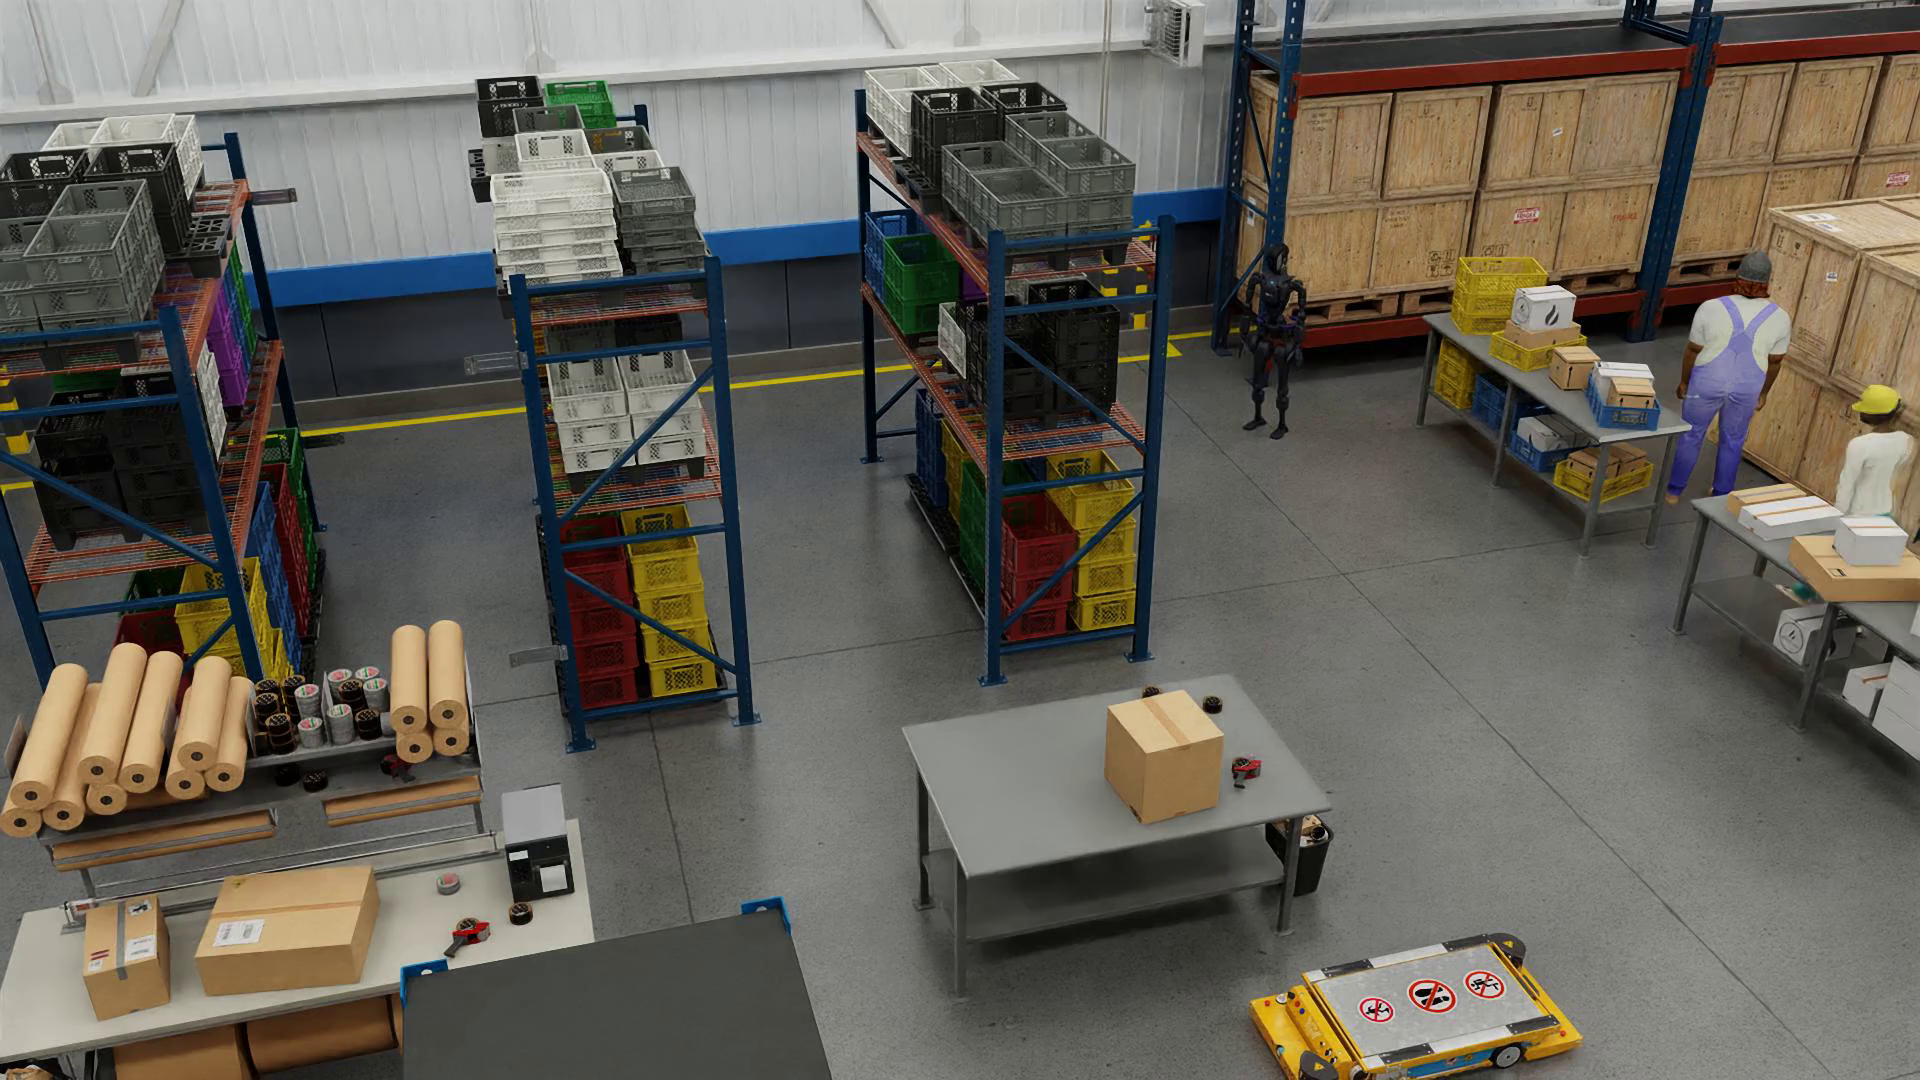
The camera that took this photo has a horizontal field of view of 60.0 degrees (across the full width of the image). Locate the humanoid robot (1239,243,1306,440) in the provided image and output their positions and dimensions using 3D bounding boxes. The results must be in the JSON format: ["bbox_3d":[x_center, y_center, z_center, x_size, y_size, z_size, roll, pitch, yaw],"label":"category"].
[{"bbox_3d":[2.581,-1.643,13.688,0.593,1.649,0.327,20,34,31],"label":"humanoid robot"}]

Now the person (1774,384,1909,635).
[{"bbox_3d":[5.918,-0.243,11.060,0.544,1.732,0.731,-7,30,-12],"label":"person"}]

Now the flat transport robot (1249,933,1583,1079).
[{"bbox_3d":[2.184,2.282,7.980,1.431,0.197,0.652,-8,30,-14],"label":"flat transport robot"}]

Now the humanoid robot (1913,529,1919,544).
[{"bbox_3d":[6.491,-0.035,10.748,0.326,1.657,0.593,-10,30,-18],"label":"humanoid robot"}]

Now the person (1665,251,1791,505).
[{"bbox_3d":[5.766,-1.208,12.522,0.679,2.000,0.536,8,30,13],"label":"person"}]
